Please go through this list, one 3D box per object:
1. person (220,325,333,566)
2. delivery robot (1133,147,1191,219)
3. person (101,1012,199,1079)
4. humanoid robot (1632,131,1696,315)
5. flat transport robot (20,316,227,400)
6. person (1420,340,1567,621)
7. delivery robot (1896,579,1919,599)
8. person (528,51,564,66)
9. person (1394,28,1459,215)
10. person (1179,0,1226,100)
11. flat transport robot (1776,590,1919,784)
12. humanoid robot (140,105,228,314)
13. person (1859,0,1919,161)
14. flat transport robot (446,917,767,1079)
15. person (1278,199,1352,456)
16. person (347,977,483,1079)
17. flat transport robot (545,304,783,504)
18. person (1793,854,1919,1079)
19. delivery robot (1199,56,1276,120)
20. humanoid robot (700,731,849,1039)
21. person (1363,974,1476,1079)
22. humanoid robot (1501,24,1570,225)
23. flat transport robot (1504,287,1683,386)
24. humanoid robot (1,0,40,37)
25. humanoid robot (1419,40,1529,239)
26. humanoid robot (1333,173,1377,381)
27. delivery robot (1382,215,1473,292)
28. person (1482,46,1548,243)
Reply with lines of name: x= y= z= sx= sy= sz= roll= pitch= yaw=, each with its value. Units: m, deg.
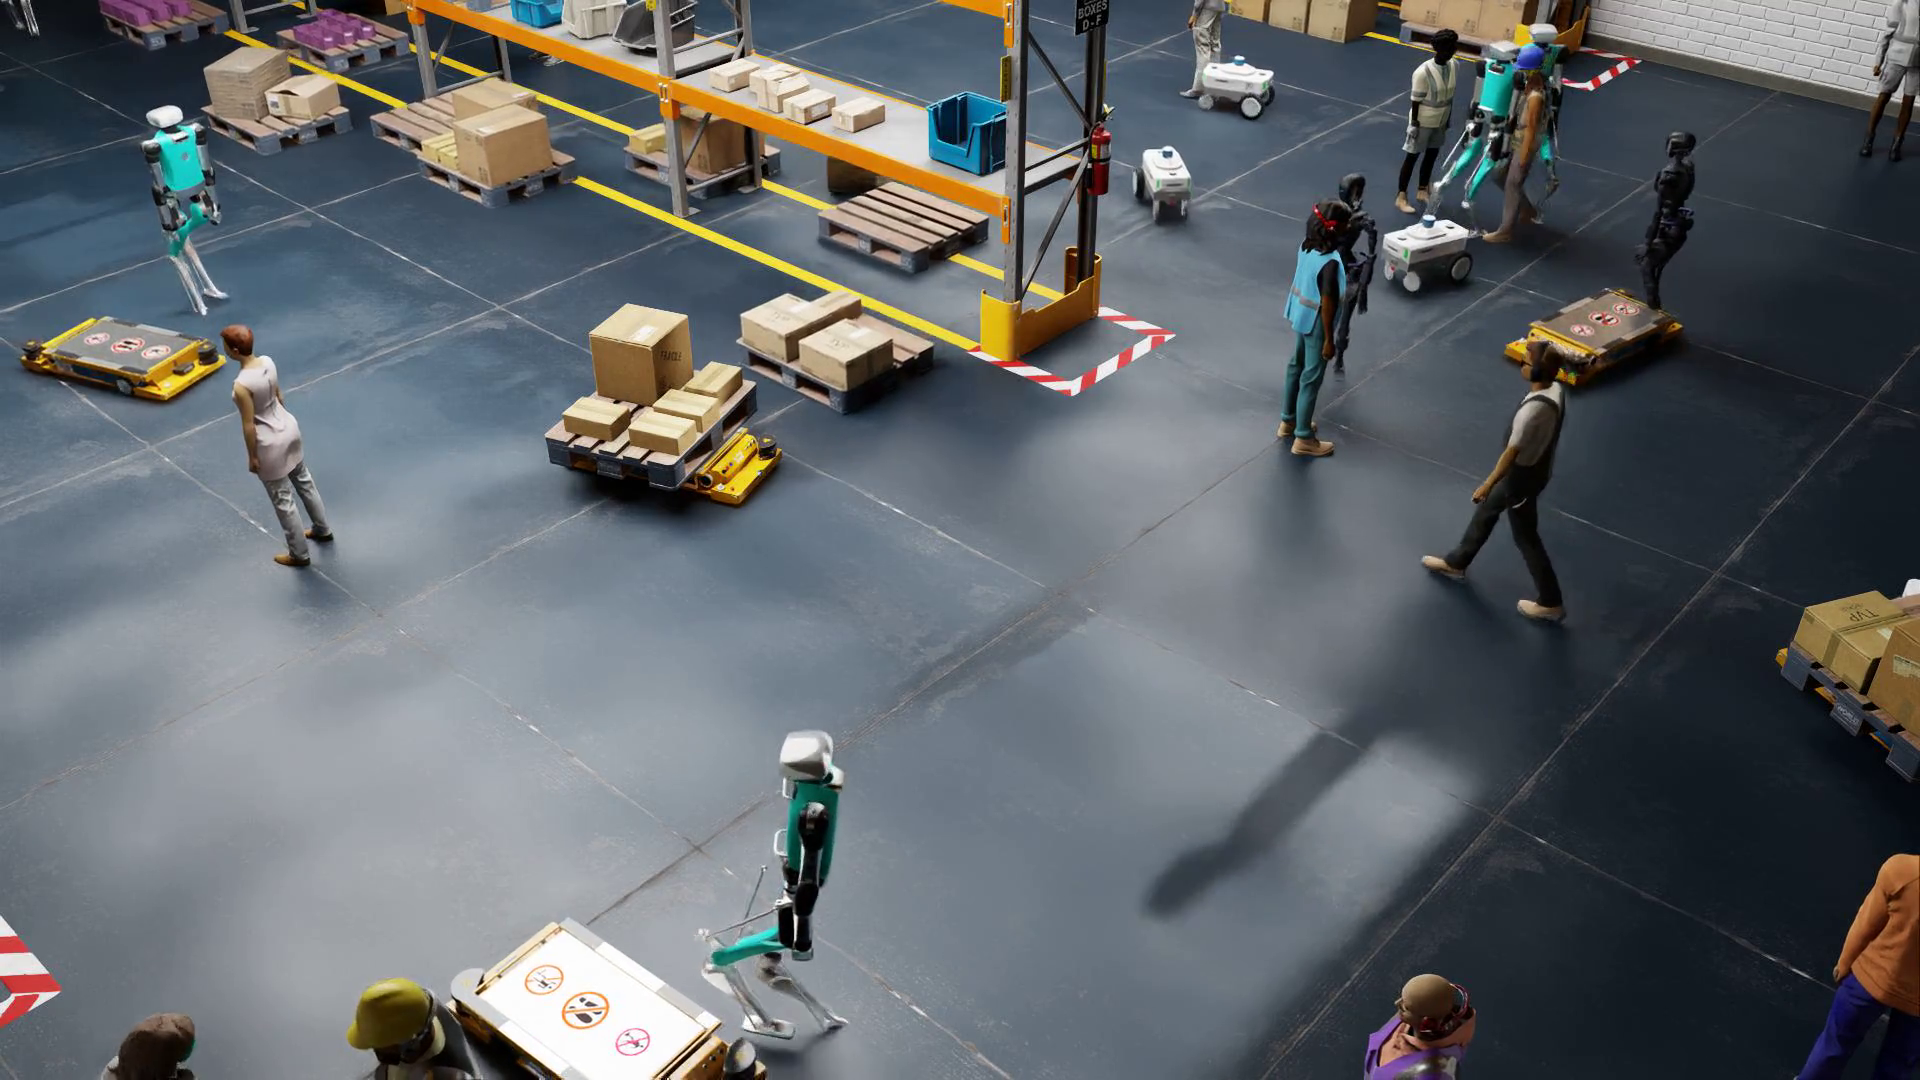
person: x=-4.324 y=-0.605 z=10.471 sx=0.292 sy=1.650 sz=0.436 roll=6 pitch=35 yaw=9
delivery robot: x=1.904 y=-3.348 z=15.424 sx=0.499 sy=0.611 sz=0.800 roll=-3 pitch=35 yaw=-4
person: x=-2.916 y=2.334 z=6.238 sx=0.518 sy=1.611 sz=0.746 roll=18 pitch=38 yaw=24
humanoid robot: x=5.543 y=-2.397 z=13.050 sx=0.358 sy=1.652 sz=0.591 roll=27 pitch=43 yaw=33
flat transport robot: x=-6.481 y=-1.423 z=12.871 sx=1.431 sy=0.231 sz=0.659 roll=13 pitch=37 yaw=18
person: x=3.392 y=-0.378 z=10.011 sx=0.958 sy=1.803 sz=0.507 roll=19 pitch=39 yaw=25
delivery robot: x=5.929 y=0.493 z=9.845 sx=0.767 sy=0.596 sz=0.524 roll=14 pitch=37 yaw=19
person: x=-4.687 y=-6.172 z=18.444 sx=0.327 sy=1.751 sz=0.562 roll=-27 pitch=43 yaw=-33
person: x=4.251 y=-3.794 z=15.057 sx=0.535 sy=1.691 sz=0.318 roll=-20 pitch=39 yaw=-27
person: x=2.615 y=-5.581 z=17.464 sx=0.396 sy=1.898 sz=0.528 roll=23 pitch=41 yaw=30
flat transport robot: x=5.400 y=0.973 z=9.400 sx=0.659 sy=0.231 sz=1.431 roll=-11 pitch=36 yaw=-16
humanoid robot: x=-6.275 y=-2.644 z=13.352 sx=0.719 sy=1.796 sz=0.538 roll=21 pitch=40 yaw=28
person: x=9.154 y=-4.635 z=16.071 sx=0.549 sy=1.924 sz=0.387 roll=14 pitch=37 yaw=19
flat transport robot: x=-1.626 y=2.244 z=7.559 sx=1.431 sy=0.231 sz=0.659 roll=24 pitch=41 yaw=30
person: x=2.458 y=-1.474 z=11.537 sx=0.389 sy=1.870 sz=0.527 roll=-6 pitch=35 yaw=-9
person: x=-1.922 y=2.261 z=6.172 sx=0.403 sy=1.820 sz=0.593 roll=-16 pitch=38 yaw=-21
flat transport robot: x=-2.038 y=-0.627 z=11.718 sx=1.431 sy=0.231 sz=0.659 roll=13 pitch=37 yaw=18
person: x=3.837 y=1.783 z=6.736 sx=0.518 sy=1.972 sz=0.404 roll=19 pitch=39 yaw=25
delivery robot: x=2.933 y=-4.760 z=17.470 sx=0.807 sy=0.613 sz=0.499 roll=14 pitch=37 yaw=20
humanoid robot: x=-0.851 y=1.585 z=7.241 sx=0.824 sy=1.792 sz=0.550 roll=-1 pitch=35 yaw=-1
person: x=1.674 y=2.246 z=6.302 sx=0.346 sy=1.693 sz=0.484 roll=2 pitch=35 yaw=3
humanoid robot: x=5.103 y=-3.583 z=14.750 sx=0.538 sy=1.825 sz=0.730 roll=-3 pitch=35 yaw=-5
flat transport robot: x=5.036 y=-1.627 z=13.167 sx=1.431 sy=0.231 sz=0.659 roll=-24 pitch=41 yaw=-30
humanoid robot: x=-11.095 y=-6.685 z=19.297 sx=0.544 sy=1.890 sz=0.784 roll=-19 pitch=39 yaw=-25
humanoid robot: x=4.343 y=-3.368 z=14.414 sx=0.934 sy=1.774 sz=0.546 roll=-19 pitch=39 yaw=-26
humanoid robot: x=2.883 y=-2.002 z=12.478 sx=0.444 sy=1.648 sz=0.589 roll=-29 pitch=44 yaw=-35
delivery robot: x=3.975 y=-2.462 z=14.139 sx=0.781 sy=0.609 sz=0.521 roll=-16 pitch=38 yaw=-22
person: x=4.878 y=-3.424 z=14.447 sx=0.429 sy=1.758 sz=0.494 roll=2 pitch=35 yaw=3
